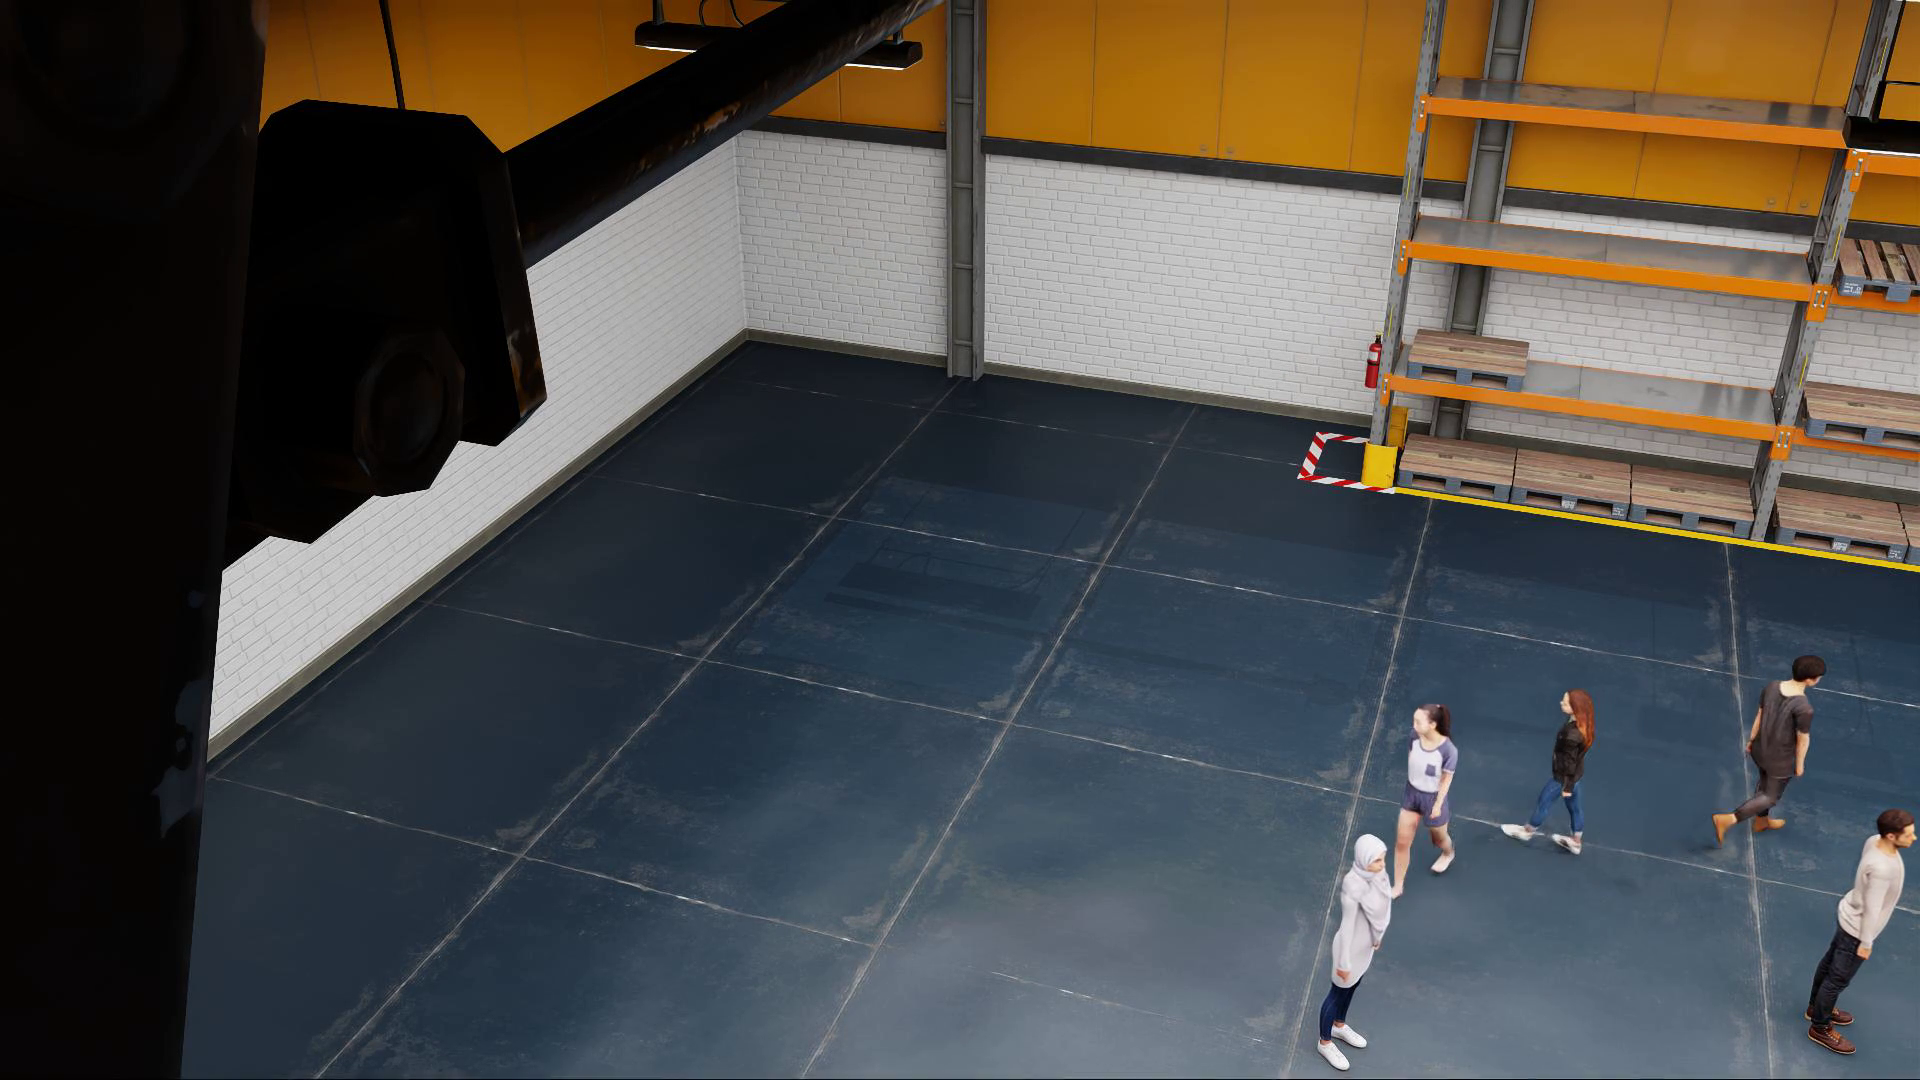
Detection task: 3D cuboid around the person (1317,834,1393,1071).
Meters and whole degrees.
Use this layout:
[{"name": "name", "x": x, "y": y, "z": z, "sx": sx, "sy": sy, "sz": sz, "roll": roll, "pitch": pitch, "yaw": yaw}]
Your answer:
[{"name": "person", "x": 2.553, "y": 2.625, "z": 10.763, "sx": 0.666, "sy": 1.775, "sz": 0.687, "roll": 23, "pitch": 36, "yaw": 36}]

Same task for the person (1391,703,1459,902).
[{"name": "person", "x": 3.499, "y": 1.903, "z": 12.256, "sx": 0.976, "sy": 1.612, "sz": 1.054, "roll": -23, "pitch": 36, "yaw": -36}]

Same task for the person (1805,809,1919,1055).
[{"name": "person", "x": 5.883, "y": 2.506, "z": 10.886, "sx": 0.564, "sy": 1.866, "sz": 0.672, "roll": 12, "pitch": 31, "yaw": 21}]

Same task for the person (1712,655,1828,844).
[{"name": "person", "x": 6.170, "y": 1.622, "z": 12.696, "sx": 1.086, "sy": 1.684, "sz": 0.935, "roll": -7, "pitch": 29, "yaw": -13}]

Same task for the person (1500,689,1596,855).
[{"name": "person", "x": 4.692, "y": 1.787, "z": 12.632, "sx": 0.877, "sy": 1.457, "sz": 0.695, "roll": 17, "pitch": 33, "yaw": 28}]
